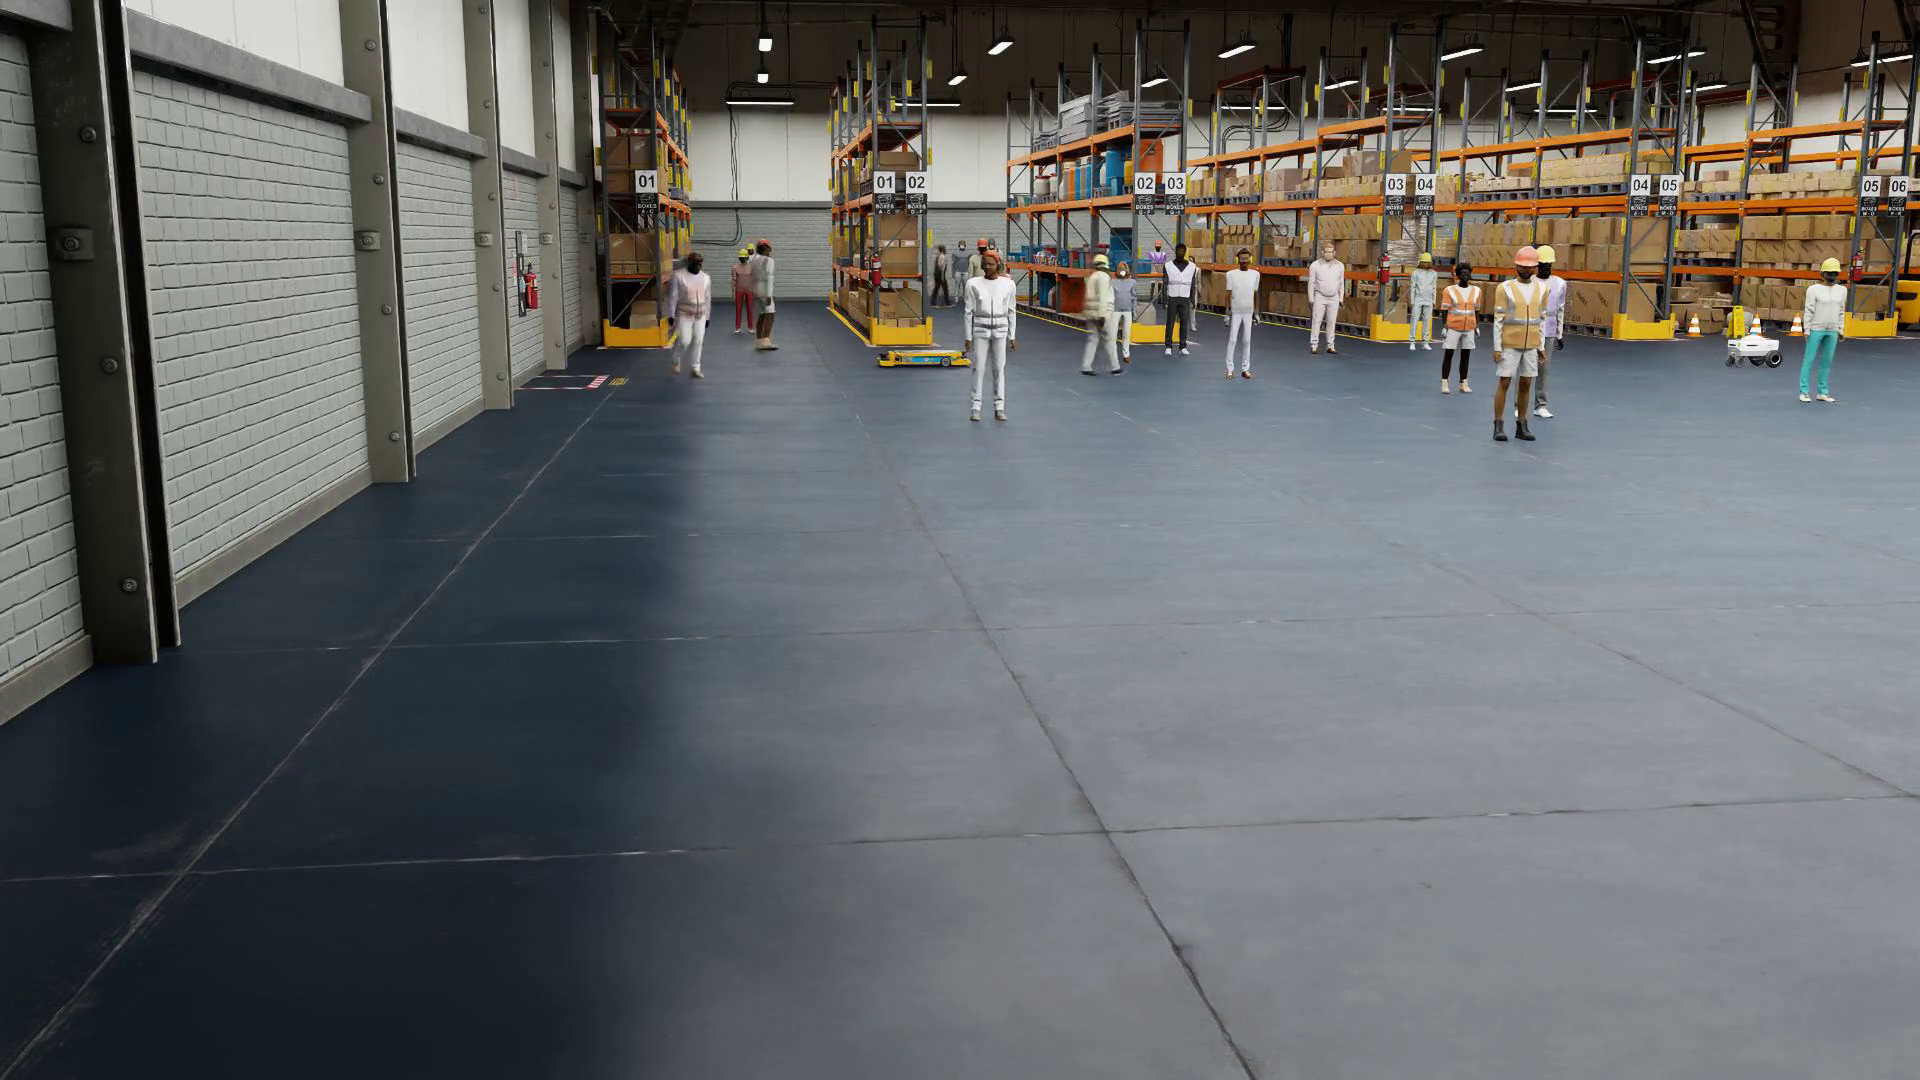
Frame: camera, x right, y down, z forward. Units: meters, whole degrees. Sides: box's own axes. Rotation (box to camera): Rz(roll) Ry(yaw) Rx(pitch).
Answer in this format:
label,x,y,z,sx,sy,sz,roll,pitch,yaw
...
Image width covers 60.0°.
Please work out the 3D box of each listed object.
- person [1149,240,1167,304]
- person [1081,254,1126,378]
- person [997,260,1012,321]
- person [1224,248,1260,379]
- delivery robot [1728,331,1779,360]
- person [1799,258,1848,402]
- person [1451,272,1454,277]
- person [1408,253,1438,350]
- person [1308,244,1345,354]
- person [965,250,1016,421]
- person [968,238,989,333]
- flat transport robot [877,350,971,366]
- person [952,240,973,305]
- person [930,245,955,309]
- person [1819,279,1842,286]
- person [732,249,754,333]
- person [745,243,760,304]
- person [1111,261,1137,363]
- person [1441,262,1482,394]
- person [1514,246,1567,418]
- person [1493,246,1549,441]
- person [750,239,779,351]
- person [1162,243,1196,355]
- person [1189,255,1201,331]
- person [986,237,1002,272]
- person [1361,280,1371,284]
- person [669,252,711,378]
label,x,y,z,sx,sy,sz,roll,pitch,yaw
person,5.955,-8.062,50.085,0.548,1.934,0.376,-1,10,-5
person,2.080,-3.230,24.039,0.797,1.770,0.661,-5,11,-25
person,0.703,-4.372,30.711,0.522,1.617,0.629,-1,10,-6
person,4.046,-3.236,23.805,0.514,1.871,0.327,-1,10,-5
delivery robot,12.382,-3.019,25.965,0.707,0.478,0.477,-1,10,-7
person,10.625,-2.570,20.435,0.527,1.768,0.331,-1,10,-5
person,14.748,-7.844,49.082,0.514,1.865,0.327,-1,10,-5
person,8.337,-4.284,29.901,0.488,1.740,0.318,-1,10,-5
person,6.372,-4.180,28.886,0.643,1.905,0.399,-1,10,-5
person,0.337,-2.255,18.394,0.576,1.881,0.354,-1,10,-5
person,0.481,-5.335,34.967,0.613,1.994,0.395,-1,10,-5
flat transport robot,-0.576,-2.871,26.185,1.431,0.197,0.652,-1,10,-7
person,0.066,-7.951,49.465,0.629,1.939,0.371,-1,10,-5
person,-0.491,-7.406,46.858,0.847,1.795,0.542,-5,12,-26
person,20.275,-6.007,38.736,0.609,1.963,0.368,-1,10,-5
person,-4.552,-5.250,35.134,0.527,1.765,0.329,-1,10,-5
person,-6.316,-8.070,50.416,0.592,1.828,0.404,-1,10,-5
person,2.603,-3.656,26.750,0.502,1.632,0.279,-1,10,-5
person,6.485,-2.737,21.544,0.537,1.695,0.321,-1,10,-5
person,6.497,-2.323,18.640,0.590,1.926,0.388,-1,10,-5
person,5.585,-1.945,16.551,0.548,1.934,0.376,-1,10,-5
person,-3.507,-4.393,29.808,0.520,1.993,0.694,-10,14,-43
person,3.787,-4.164,28.764,0.590,1.916,0.391,-1,10,-5
person,4.957,-5.332,35.921,0.515,1.640,0.315,-1,10,-5
person,0.979,-8.490,52.135,0.691,2.000,0.771,-1,10,-6
person,12.300,-8.063,50.086,0.629,1.936,0.371,-1,10,-5
person,-3.891,-3.231,23.929,0.647,1.812,0.578,-8,13,-36
